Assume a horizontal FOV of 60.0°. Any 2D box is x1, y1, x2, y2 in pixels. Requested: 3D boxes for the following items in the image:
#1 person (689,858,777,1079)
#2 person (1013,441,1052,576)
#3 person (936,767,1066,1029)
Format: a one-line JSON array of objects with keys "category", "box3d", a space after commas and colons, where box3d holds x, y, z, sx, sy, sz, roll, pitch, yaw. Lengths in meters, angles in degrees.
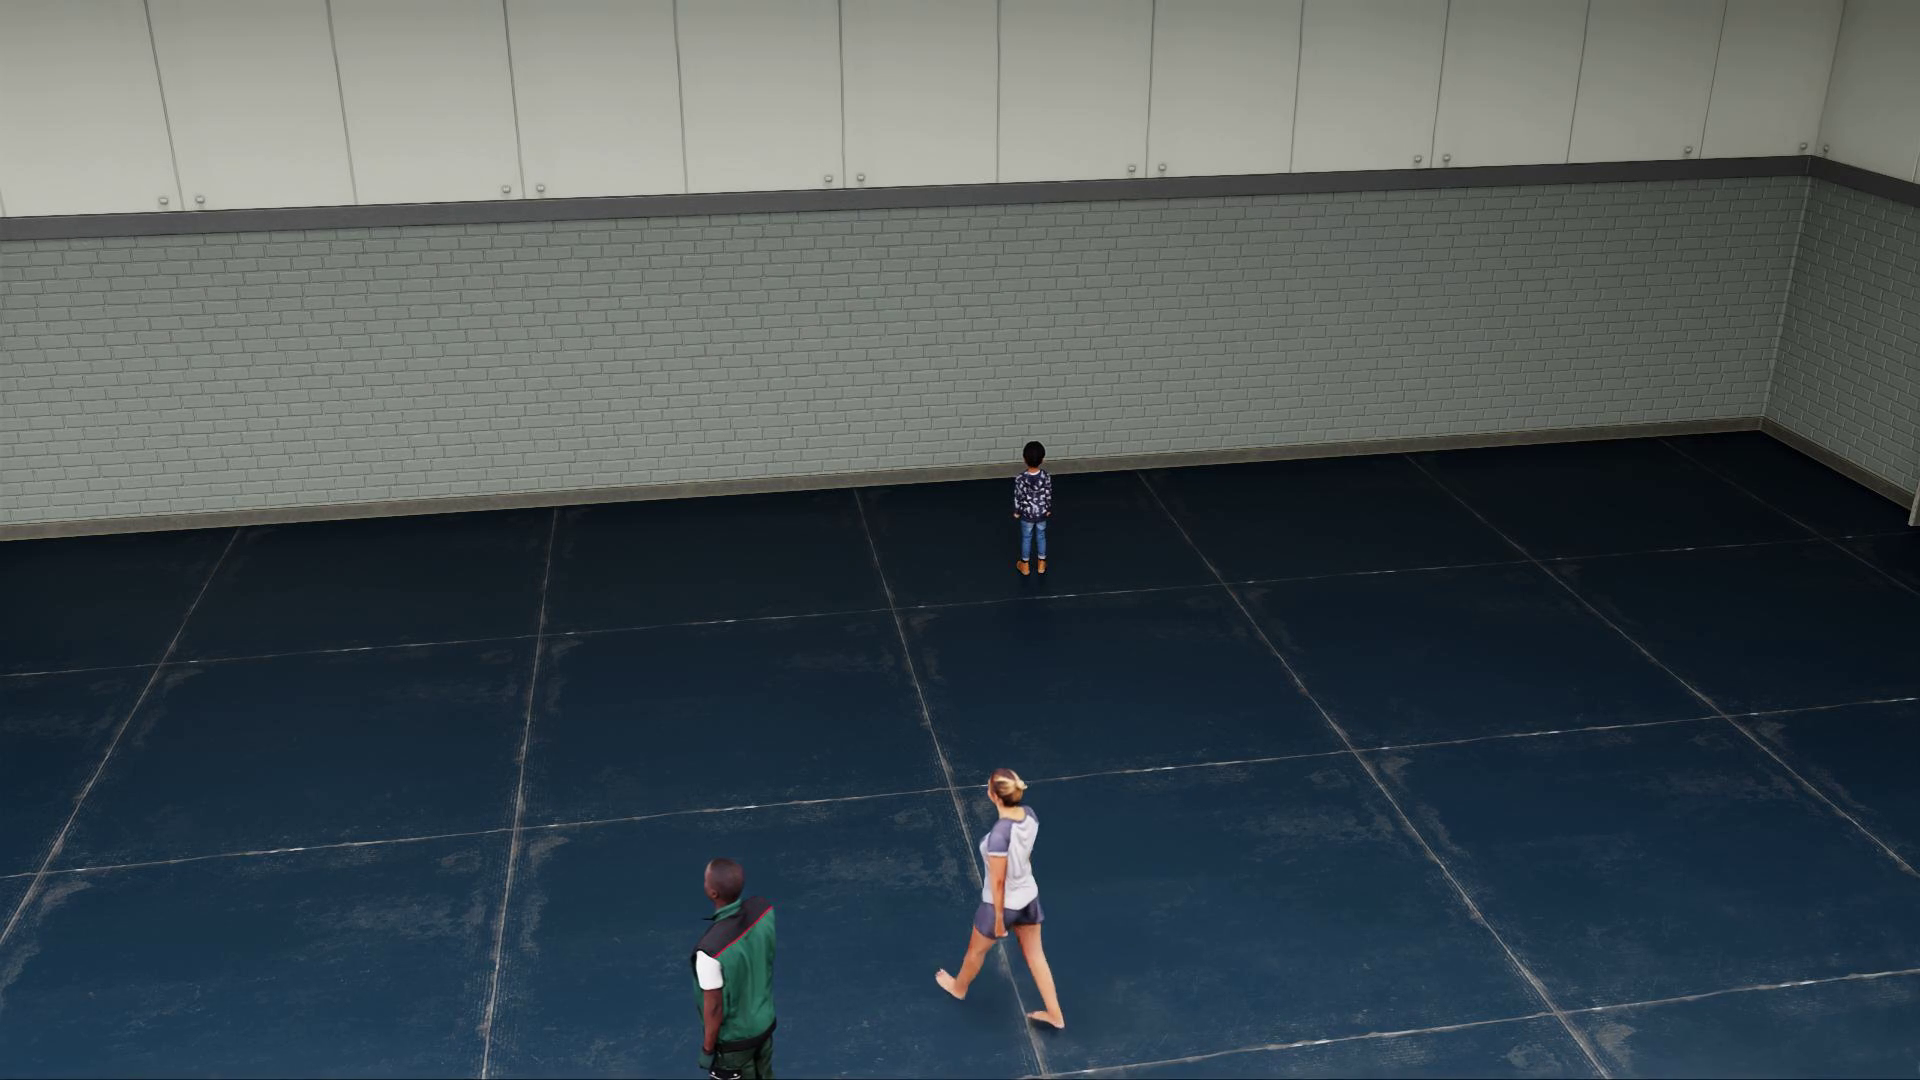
[{"category": "person", "box3d": [-1.070, 2.333, 8.030, 0.837, 1.838, 0.757, 13, 26, 28]}, {"category": "person", "box3d": [0.657, -0.296, 14.962, 0.486, 1.251, 0.491, -4, 23, -8]}, {"category": "person", "box3d": [0.335, 2.018, 9.113, 1.100, 1.570, 1.003, 18, 29, 36]}]
